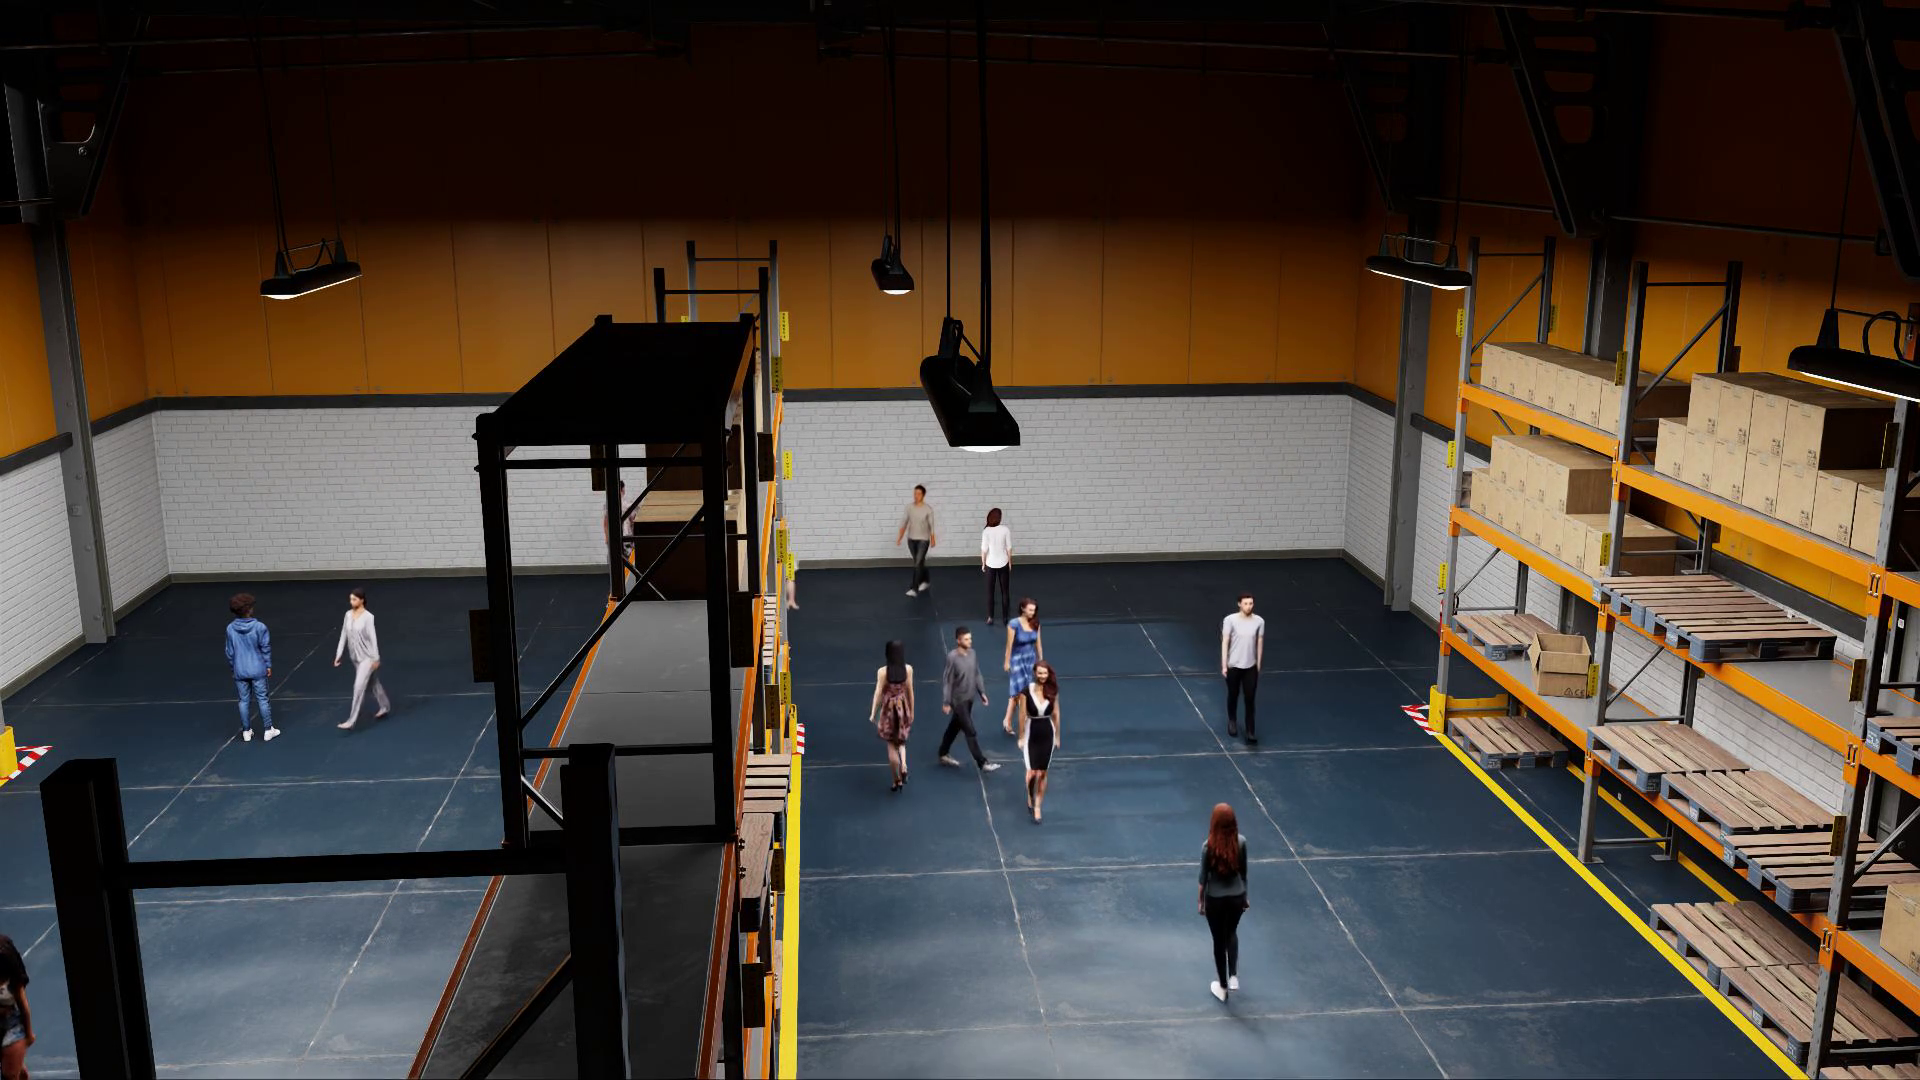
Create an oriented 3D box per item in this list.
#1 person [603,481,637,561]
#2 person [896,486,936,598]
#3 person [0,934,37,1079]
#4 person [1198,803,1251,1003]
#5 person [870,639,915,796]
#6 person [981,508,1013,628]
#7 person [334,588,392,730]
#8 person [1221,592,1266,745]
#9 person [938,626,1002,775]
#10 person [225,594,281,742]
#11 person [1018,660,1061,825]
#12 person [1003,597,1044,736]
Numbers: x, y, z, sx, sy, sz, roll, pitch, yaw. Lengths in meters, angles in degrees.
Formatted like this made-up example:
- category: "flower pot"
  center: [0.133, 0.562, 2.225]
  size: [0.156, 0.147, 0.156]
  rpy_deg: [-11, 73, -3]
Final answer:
- category: "person"
  center: [-5.414, -0.050, 26.585]
  size: [0.656, 1.815, 0.552]
  rpy_deg: [-1, 14, -3]
- category: "person"
  center: [-0.622, 0.008, 26.470]
  size: [1.046, 1.756, 1.243]
  rpy_deg: [7, 15, 27]
- category: "person"
  center: [-6.911, 3.579, 12.101]
  size: [0.650, 1.577, 1.051]
  rpy_deg: [0, 14, 2]
- category: "person"
  center: [2.240, 3.068, 13.889]
  size: [0.626, 1.728, 0.674]
  rpy_deg: [-3, 14, -11]
- category: "person"
  center: [-0.670, 1.975, 18.327]
  size: [0.784, 1.764, 0.845]
  rpy_deg: [-9, 16, -32]
- category: "person"
  center: [0.550, 0.404, 24.755]
  size: [0.602, 1.792, 0.512]
  rpy_deg: [-1, 14, -3]
- category: "person"
  center: [-7.336, 1.447, 20.605]
  size: [1.000, 1.717, 1.191]
  rpy_deg: [7, 15, 27]
- category: "person"
  center: [3.377, 1.515, 20.104]
  size: [0.775, 1.823, 1.198]
  rpy_deg: [1, 14, 3]
- category: "person"
  center: [-0.045, 1.826, 19.055]
  size: [1.149, 1.712, 1.155]
  rpy_deg: [9, 16, 33]
- category: "person"
  center: [-8.559, 1.537, 20.056]
  size: [0.667, 1.803, 0.556]
  rpy_deg: [-1, 14, -3]
- category: "person"
  center: [0.816, 2.115, 17.692]
  size: [0.635, 1.790, 0.653]
  rpy_deg: [-3, 14, -12]
- category: "person"
  center: [0.689, 1.554, 20.071]
  size: [1.050, 1.762, 1.187]
  rpy_deg: [-11, 17, -38]
